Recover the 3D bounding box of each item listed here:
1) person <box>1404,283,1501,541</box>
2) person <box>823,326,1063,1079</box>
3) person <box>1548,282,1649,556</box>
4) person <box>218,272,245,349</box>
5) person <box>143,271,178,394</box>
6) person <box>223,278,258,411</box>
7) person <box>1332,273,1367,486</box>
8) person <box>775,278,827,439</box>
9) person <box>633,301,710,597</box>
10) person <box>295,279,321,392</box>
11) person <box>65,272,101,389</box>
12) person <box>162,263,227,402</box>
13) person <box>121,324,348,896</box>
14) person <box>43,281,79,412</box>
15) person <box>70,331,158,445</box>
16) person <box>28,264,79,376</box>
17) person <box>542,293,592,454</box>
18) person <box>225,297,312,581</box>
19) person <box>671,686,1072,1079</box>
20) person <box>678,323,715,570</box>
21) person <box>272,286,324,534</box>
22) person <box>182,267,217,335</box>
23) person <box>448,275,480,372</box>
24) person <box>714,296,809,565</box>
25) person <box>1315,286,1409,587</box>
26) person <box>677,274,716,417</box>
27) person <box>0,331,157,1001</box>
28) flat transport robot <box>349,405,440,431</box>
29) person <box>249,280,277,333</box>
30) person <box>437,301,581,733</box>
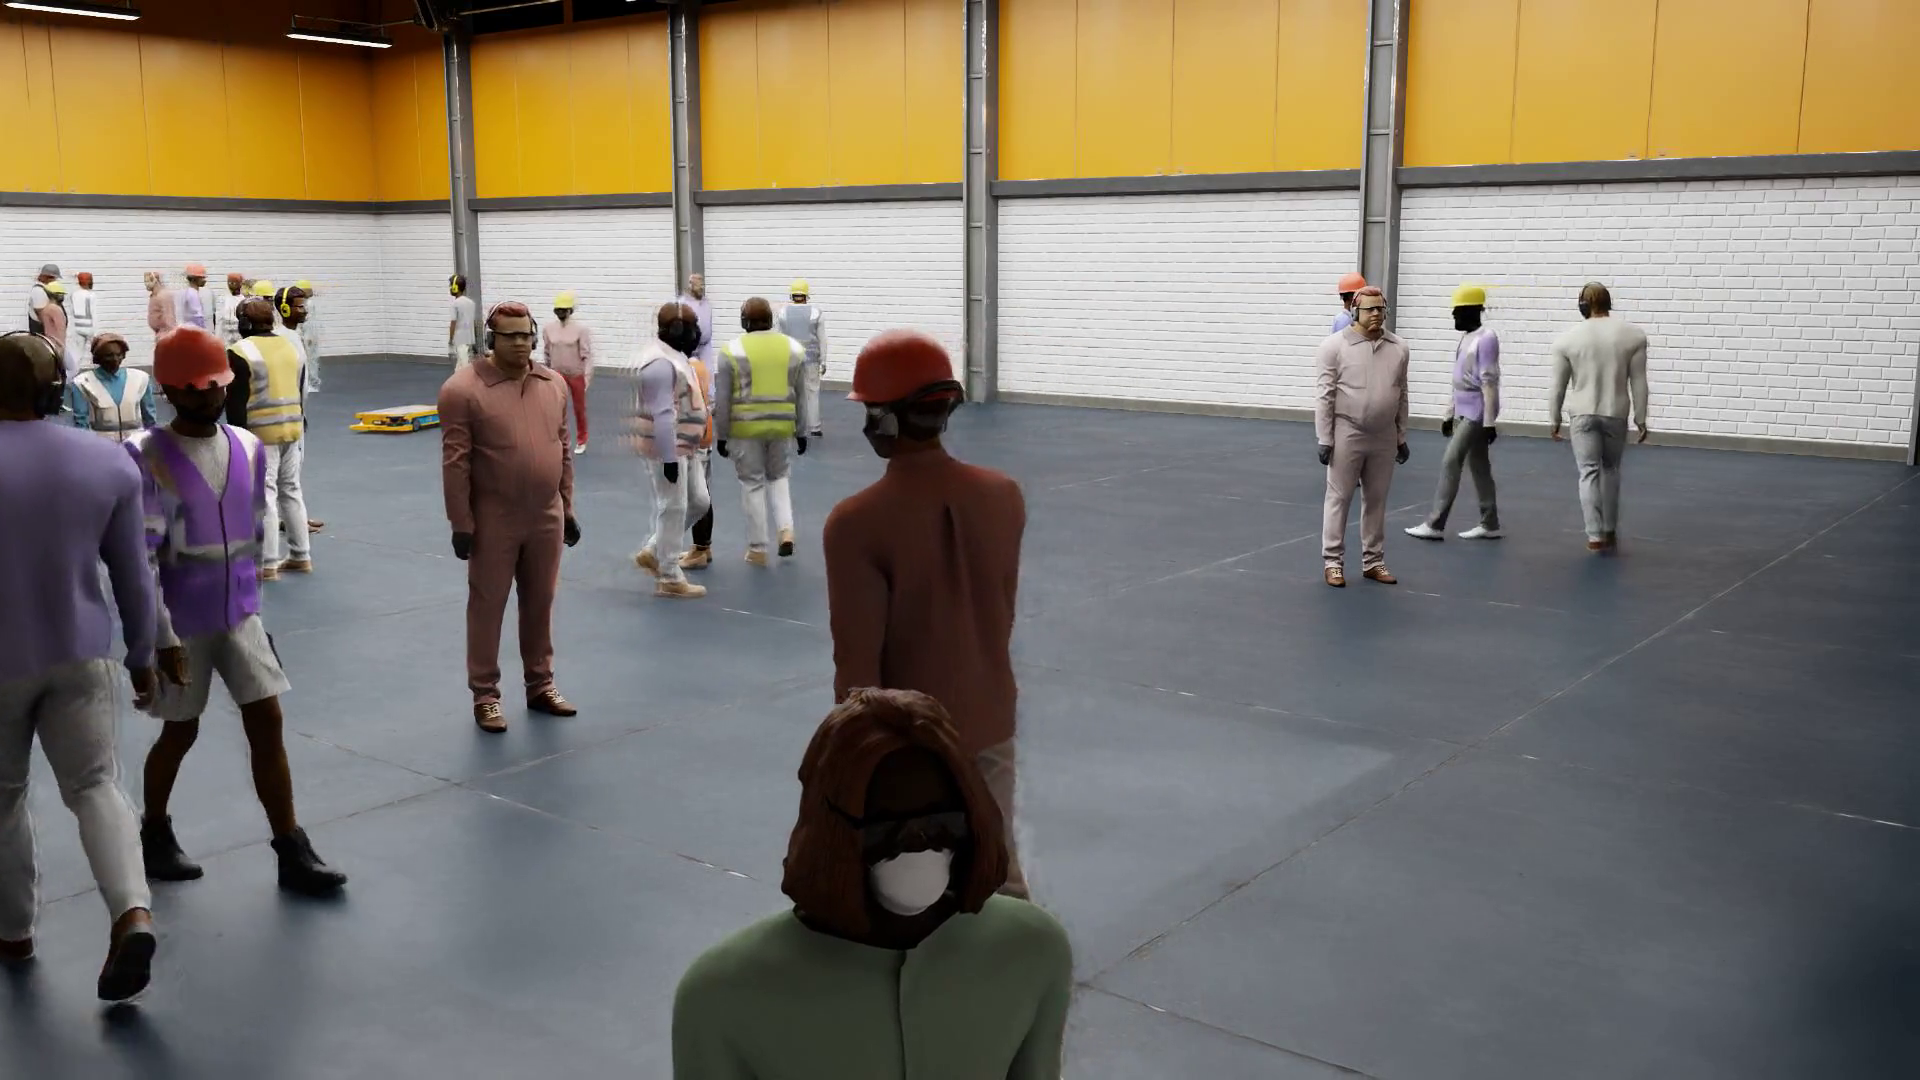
[{"bbox_3d":[3.637,-0.926,12.221,0.867,1.890,0.600,0,10,3],"label":"person"},{"bbox_3d":[-0.079,0.454,4.087,0.614,1.944,1.043,-7,12,-34],"label":"person"},{"bbox_3d":[4.506,-0.865,11.815,0.654,1.908,0.752,2,10,12],"label":"person"},{"bbox_3d":[-10.327,-2.918,23.946,0.609,1.856,0.799,3,10,18],"label":"person"},{"bbox_3d":[-11.945,-3.126,25.119,0.582,1.878,0.652,-7,12,-35],"label":"person"},{"bbox_3d":[-9.235,-2.500,21.677,0.987,1.791,0.529,-7,12,-33],"label":"person"},{"bbox_3d":[3.560,-1.466,15.226,0.353,1.942,0.546,3,10,16],"label":"person"},{"bbox_3d":[-1.807,-2.064,19.017,0.590,1.837,0.404,0,10,2],"label":"person"},{"bbox_3d":[-1.765,-0.549,10.242,0.438,1.822,0.664,0,10,2],"label":"person"},{"bbox_3d":[-10.013,-3.118,25.428,0.354,1.730,0.505,-7,12,-37],"label":"person"},{"bbox_3d":[-13.744,-3.284,26.111,0.574,1.853,0.944,3,10,15],"label":"person"},{"bbox_3d":[-10.830,-2.914,23.569,1.076,1.988,0.617,-4,11,-22],"label":"person"},{"bbox_3d":[-2.463,0.241,5.475,0.825,1.895,0.545,6,12,33],"label":"person"},{"bbox_3d":[-12.048,-2.577,22.236,0.543,1.745,0.372,9,13,43],"label":"person"},{"bbox_3d":[-5.443,-0.538,10.775,0.520,1.623,0.369,-8,12,-38],"label":"person"},{"bbox_3d":[-14.194,-3.334,25.817,1.073,2.000,0.720,-2,10,-11],"label":"person"},{"bbox_3d":[-4.078,-1.709,17.295,0.534,1.710,0.930,1,10,4],"label":"person"},{"bbox_3d":[-4.521,-0.655,10.844,0.434,1.833,0.628,4,10,20],"label":"person"},{"bbox_3d":[-0.087,0.965,1.966,0.498,1.634,0.284,-4,11,-24],"label":"person"},{"bbox_3d":[-1.816,-0.647,11.170,0.322,1.697,0.535,1,10,4],"label":"person"},{"bbox_3d":[-5.057,-0.985,12.636,0.317,1.870,0.523,-2,10,-12],"label":"person"},{"bbox_3d":[-11.075,-3.024,24.226,0.362,1.965,0.611,3,10,15],"label":"person"},{"bbox_3d":[-6.642,-2.648,22.432,0.869,1.843,0.525,3,10,18],"label":"person"},{"bbox_3d":[-1.357,-0.733,11.303,0.643,1.823,0.448,-5,11,-26],"label":"person"},{"bbox_3d":[2.578,-0.655,10.607,0.647,1.908,0.409,-3,10,-15],"label":"person"},{"bbox_3d":[-3.453,-2.524,21.667,0.654,1.853,1.015,-9,14,-44],"label":"person"},{"bbox_3d":[-2.600,0.361,4.739,0.645,1.904,0.882,-9,13,-42],"label":"person"},{"bbox_3d":[-6.716,-1.483,20.186,0.652,0.197,1.431,2,10,13],"label":"flat transport robot"},{"bbox_3d":[-7.742,-1.990,18.625,0.471,1.820,0.612,-3,10,-15],"label":"person"},{"bbox_3d":[-1.979,-0.110,7.443,0.401,1.904,0.651,9,13,43],"label":"person"}]
